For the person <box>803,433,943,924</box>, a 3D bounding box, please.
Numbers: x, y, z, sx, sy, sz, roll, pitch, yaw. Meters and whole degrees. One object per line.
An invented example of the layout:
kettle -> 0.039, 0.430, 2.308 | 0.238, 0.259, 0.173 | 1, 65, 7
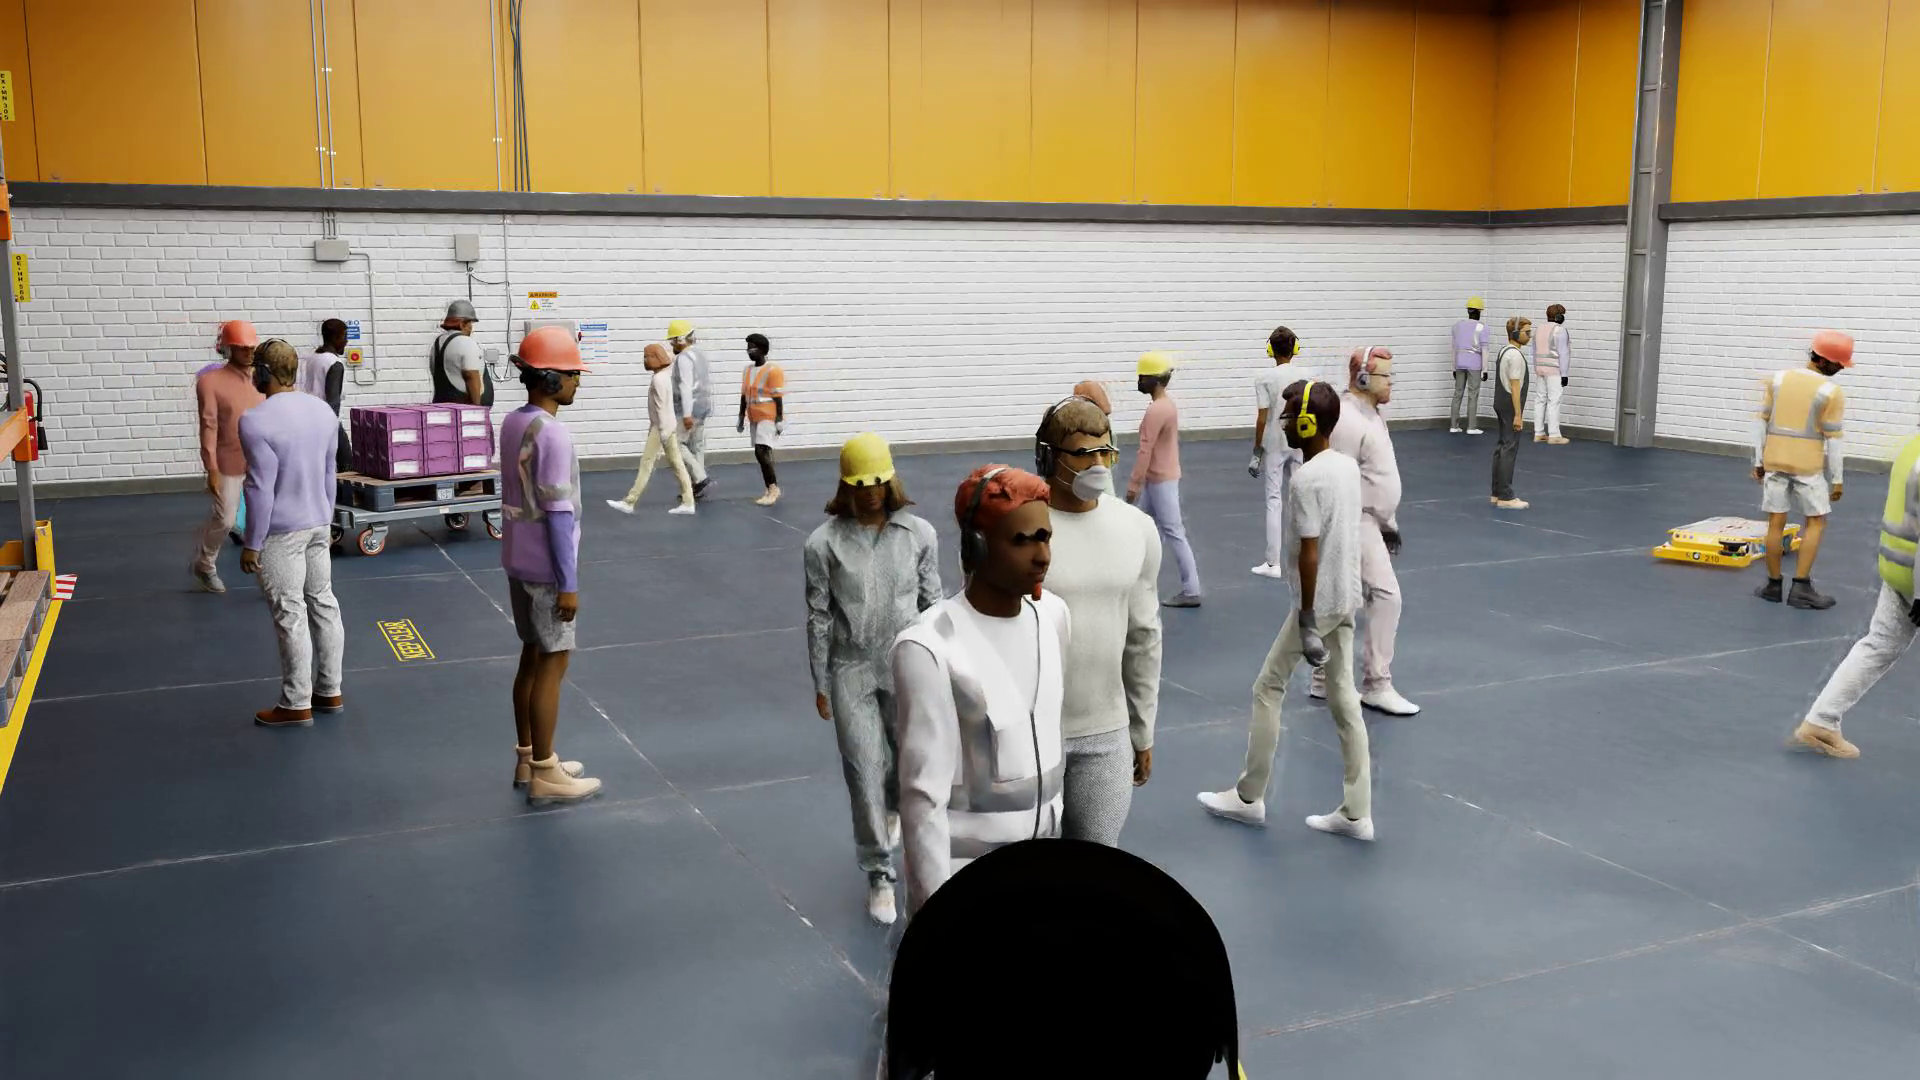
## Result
person -> -0.323, 0.456, 5.969 | 0.512, 1.713, 0.630 | -2, 9, -14

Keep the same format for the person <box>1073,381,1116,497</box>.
person -> 0.825, -0.200, 10.411 | 0.871, 1.589, 0.495 | 3, 10, 16

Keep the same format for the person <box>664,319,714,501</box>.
person -> -2.683, -1.264, 16.380 | 0.462, 1.798, 0.621 | 2, 9, 9

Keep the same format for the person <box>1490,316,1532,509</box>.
person -> 5.299, -1.220, 15.960 | 0.332, 1.843, 0.517 | 1, 9, 5

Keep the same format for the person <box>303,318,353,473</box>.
person -> -5.738, -1.046, 14.843 | 0.972, 1.867, 0.672 | -9, 13, -43

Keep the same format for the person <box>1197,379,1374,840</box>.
person -> 1.357, 0.272, 6.744 | 0.839, 1.836, 0.509 | 9, 13, 43

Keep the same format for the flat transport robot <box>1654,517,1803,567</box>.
flat transport robot -> 6.154, -0.001, 13.264 | 0.652, 0.197, 1.431 | 9, 13, 44

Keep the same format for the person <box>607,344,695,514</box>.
person -> -2.868, -1.019, 15.466 | 0.830, 1.588, 0.527 | 0, 9, -1

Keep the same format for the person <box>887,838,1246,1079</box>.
person -> 0.066, 1.127, 1.137 | 0.586, 1.928, 0.369 | 2, 9, 15

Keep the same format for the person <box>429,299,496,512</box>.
person -> -4.648, -1.259, 15.596 | 0.707, 2.000, 0.541 | 8, 12, 41

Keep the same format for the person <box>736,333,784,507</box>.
person -> -1.920, -1.151, 16.051 | 0.435, 1.679, 0.541 | -8, 12, -41

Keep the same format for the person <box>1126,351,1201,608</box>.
person -> 1.248, -0.404, 11.247 | 0.881, 1.718, 0.550 | 3, 10, 17

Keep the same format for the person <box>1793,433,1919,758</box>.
person -> 4.355, 0.166, 7.540 | 0.974, 1.798, 0.641 | 2, 9, 15

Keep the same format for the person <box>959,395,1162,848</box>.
person -> 0.292, 0.551, 4.729 | 0.622, 1.932, 0.368 | -4, 10, -24

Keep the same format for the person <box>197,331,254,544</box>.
person -> -6.095, -0.881, 14.007 | 0.581, 1.805, 0.964 | -1, 9, -4

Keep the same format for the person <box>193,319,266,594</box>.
person -> -4.988, -0.550, 11.473 | 0.970, 1.959, 0.619 | 7, 11, 36

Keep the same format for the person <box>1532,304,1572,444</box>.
person -> 7.852, -2.197, 22.030 | 0.429, 1.845, 0.620 | -3, 10, -18

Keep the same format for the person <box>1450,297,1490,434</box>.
person -> 7.150, -2.437, 23.288 | 0.397, 1.919, 0.580 | -8, 12, -41

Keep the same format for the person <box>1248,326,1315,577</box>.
person -> 2.385, -0.648, 12.370 | 0.521, 1.862, 0.335 | -3, 10, -18

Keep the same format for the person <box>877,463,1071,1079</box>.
person -> 0.129, 0.762, 3.664 | 0.927, 1.839, 0.607 | 8, 12, 41

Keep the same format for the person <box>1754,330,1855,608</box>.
person -> 5.685, -0.476, 11.262 | 0.392, 1.882, 0.663 | -7, 11, -36

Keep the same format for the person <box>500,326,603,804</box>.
person -> -1.749, 0.110, 7.128 | 0.403, 2.039, 0.610 | -6, 11, -31

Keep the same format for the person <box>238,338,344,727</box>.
person -> -3.348, -0.034, 8.308 | 0.370, 1.940, 0.627 | 3, 10, 17

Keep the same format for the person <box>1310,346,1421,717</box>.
person -> 2.160, -0.047, 8.582 | 0.727, 1.885, 0.648 | 3, 10, 19
